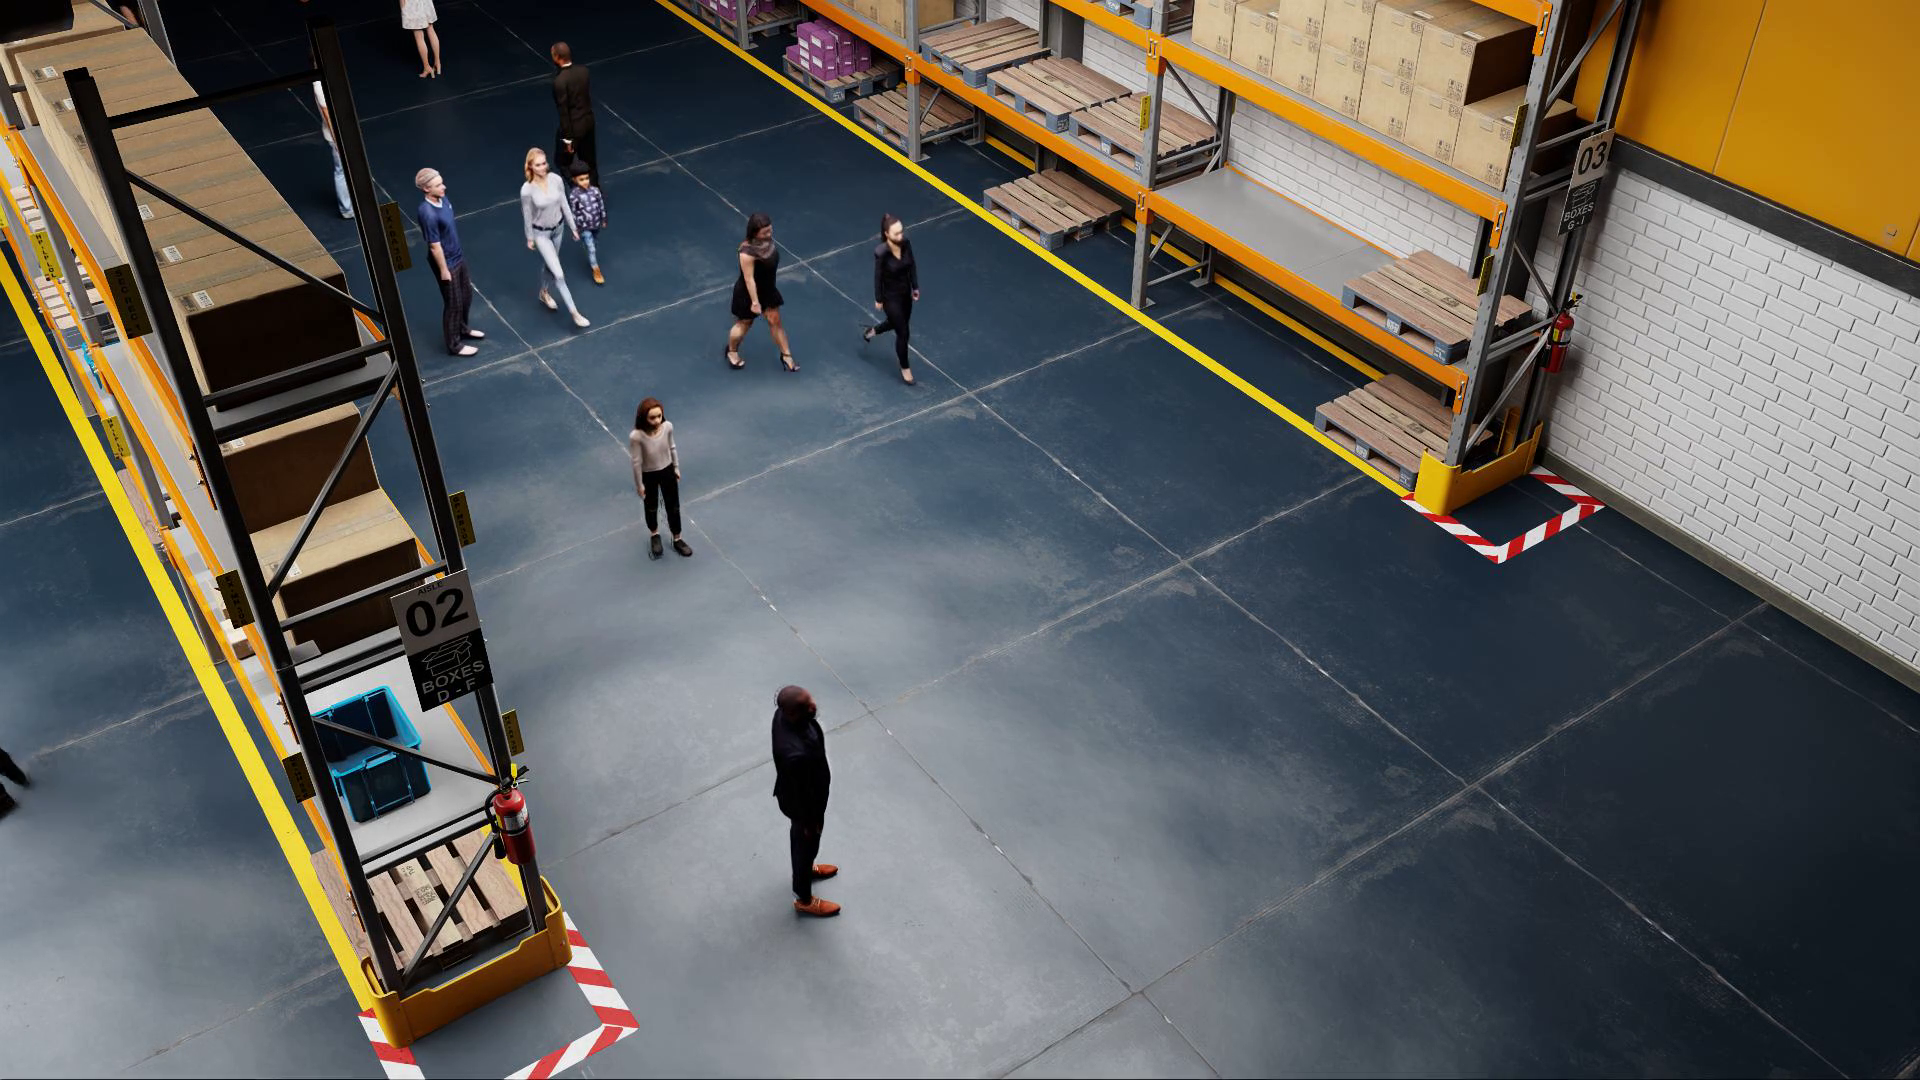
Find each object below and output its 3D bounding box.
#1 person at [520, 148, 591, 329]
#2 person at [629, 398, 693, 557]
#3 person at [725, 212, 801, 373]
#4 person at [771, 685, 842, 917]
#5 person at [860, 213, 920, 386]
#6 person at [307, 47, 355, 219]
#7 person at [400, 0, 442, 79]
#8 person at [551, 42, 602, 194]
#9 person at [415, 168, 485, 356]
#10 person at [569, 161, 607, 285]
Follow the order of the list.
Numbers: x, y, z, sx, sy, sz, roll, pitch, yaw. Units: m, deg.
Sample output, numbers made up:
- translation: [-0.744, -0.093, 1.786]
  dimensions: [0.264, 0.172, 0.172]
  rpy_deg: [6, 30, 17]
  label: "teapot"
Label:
- translation: [-3.973, -2.932, 15.926]
  dimensions: [0.707, 1.743, 1.173]
  rpy_deg: [-29, 47, -31]
  label: "person"
- translation: [-2.415, -0.532, 13.137]
  dimensions: [0.559, 1.474, 0.627]
  rpy_deg: [-20, 43, -23]
  label: "person"
- translation: [-1.938, -2.252, 15.139]
  dimensions: [1.124, 1.663, 0.984]
  rpy_deg: [11, 40, 13]
  label: "person"
- translation: [-0.971, 1.573, 10.226]
  dimensions: [0.845, 1.819, 0.718]
  rpy_deg: [-4, 39, -5]
  label: "person"
- translation: [-0.631, -2.200, 15.056]
  dimensions: [1.013, 1.685, 0.721]
  rpy_deg: [30, 48, 32]
  label: "person"
- translation: [-6.599, -4.326, 17.579]
  dimensions: [0.794, 1.859, 0.618]
  rpy_deg: [-10, 40, -12]
  label: "person"
- translation: [-6.685, -6.572, 20.459]
  dimensions: [0.760, 1.774, 0.744]
  rpy_deg: [22, 44, 25]
  label: "person"
- translation: [-3.964, -4.289, 17.510]
  dimensions: [0.793, 1.887, 0.800]
  rpy_deg: [23, 44, 26]
  label: "person"
- translation: [-4.761, -2.585, 15.398]
  dimensions: [0.793, 1.861, 0.696]
  rpy_deg: [0, 39, 0]
  label: "person"
- translation: [-3.752, -3.230, 16.708]
  dimensions: [0.504, 1.234, 0.803]
  rpy_deg: [-22, 44, -25]
  label: "person"
